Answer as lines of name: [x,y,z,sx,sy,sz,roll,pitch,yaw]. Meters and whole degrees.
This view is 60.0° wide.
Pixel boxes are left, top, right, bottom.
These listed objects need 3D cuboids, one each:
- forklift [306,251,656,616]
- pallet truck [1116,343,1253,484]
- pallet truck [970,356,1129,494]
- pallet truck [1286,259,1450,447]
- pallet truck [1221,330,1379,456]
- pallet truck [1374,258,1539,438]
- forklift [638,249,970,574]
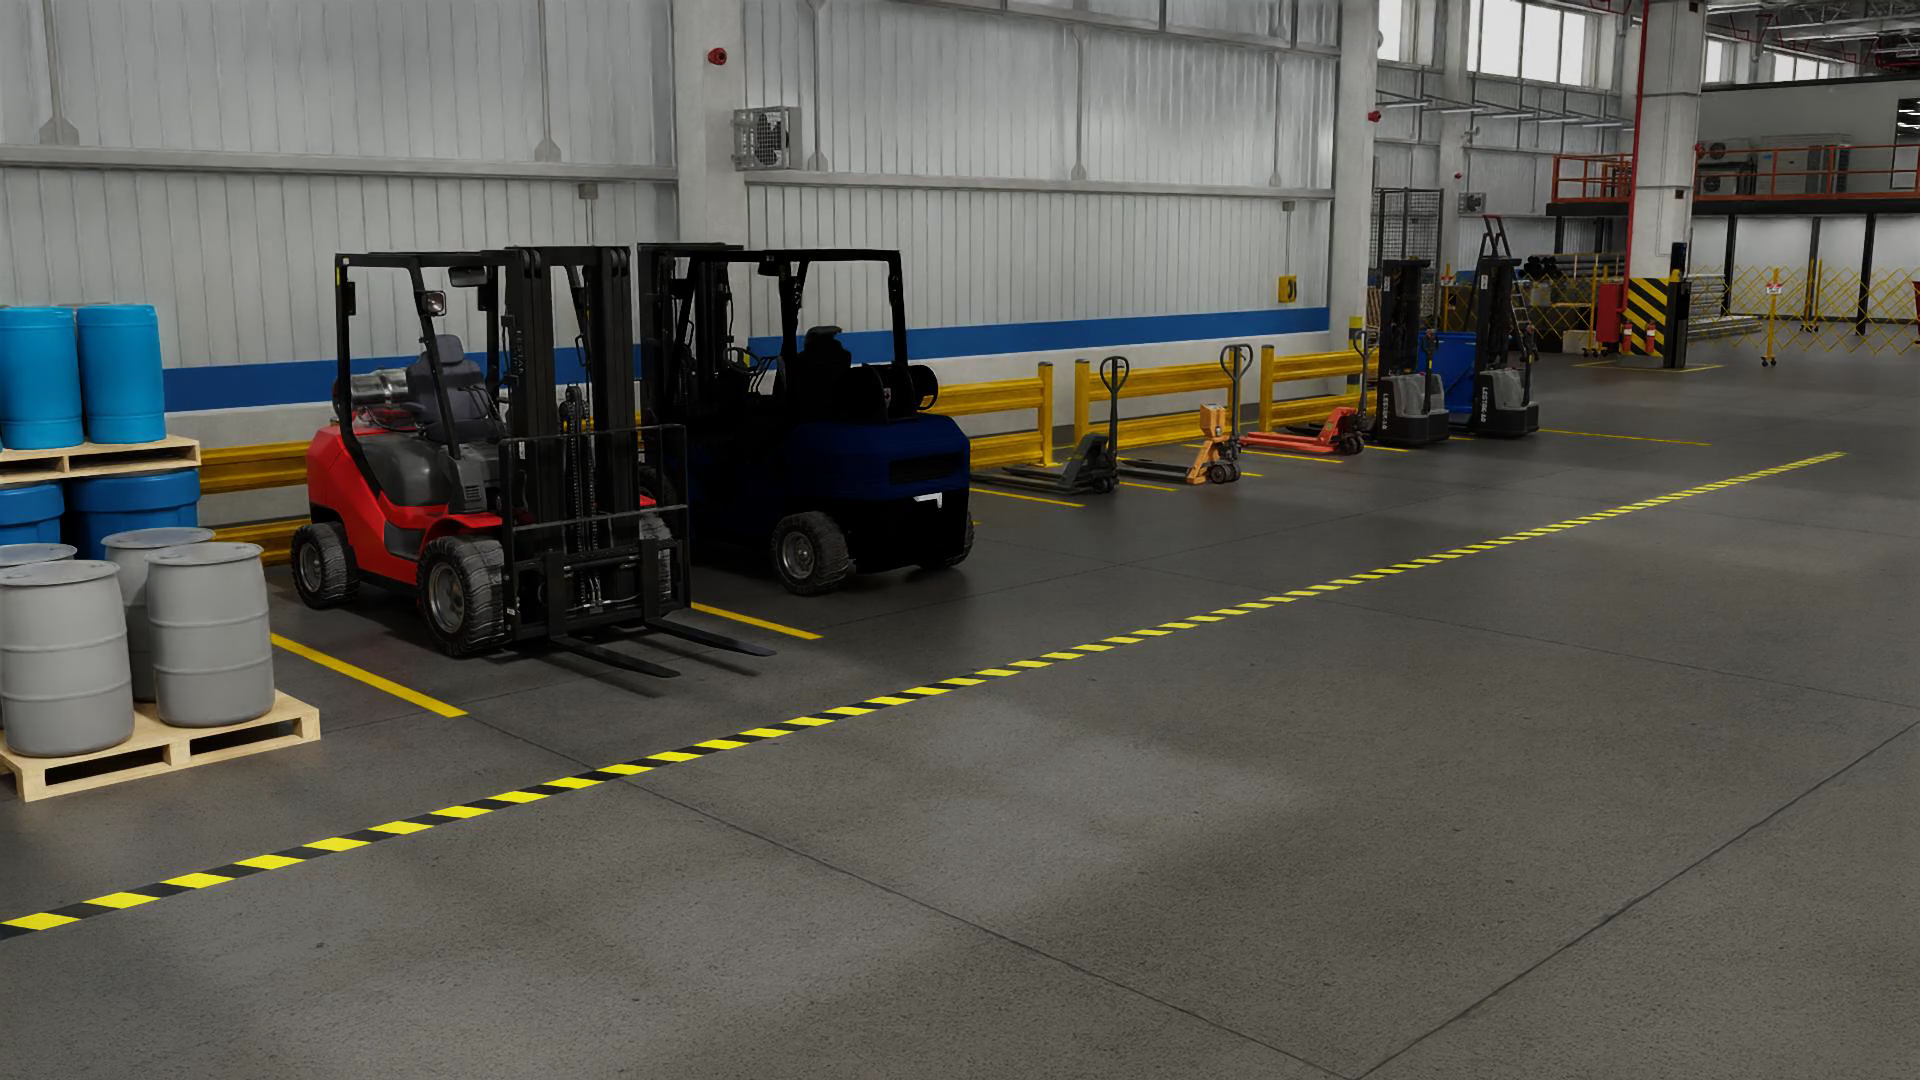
forklift: [-2.833,-0.669,9.694,1.157,1.987,2.680,-10,14,-44]
pallet truck: [1.962,-1.215,15.415,1.522,1.261,0.704,10,14,43]
pallet truck: [0.784,-1.085,14.876,0.680,1.201,1.601,-10,14,-44]
pallet truck: [4.493,-2.078,18.196,0.823,1.965,1.885,-9,14,-40]
pallet truck: [3.563,-1.581,17.381,0.653,1.274,1.630,-10,14,-44]
pallet truck: [5.704,-2.208,18.901,1.885,1.965,0.823,10,14,43]
forklift: [-1.173,-0.958,11.239,2.680,1.987,1.157,10,14,43]
